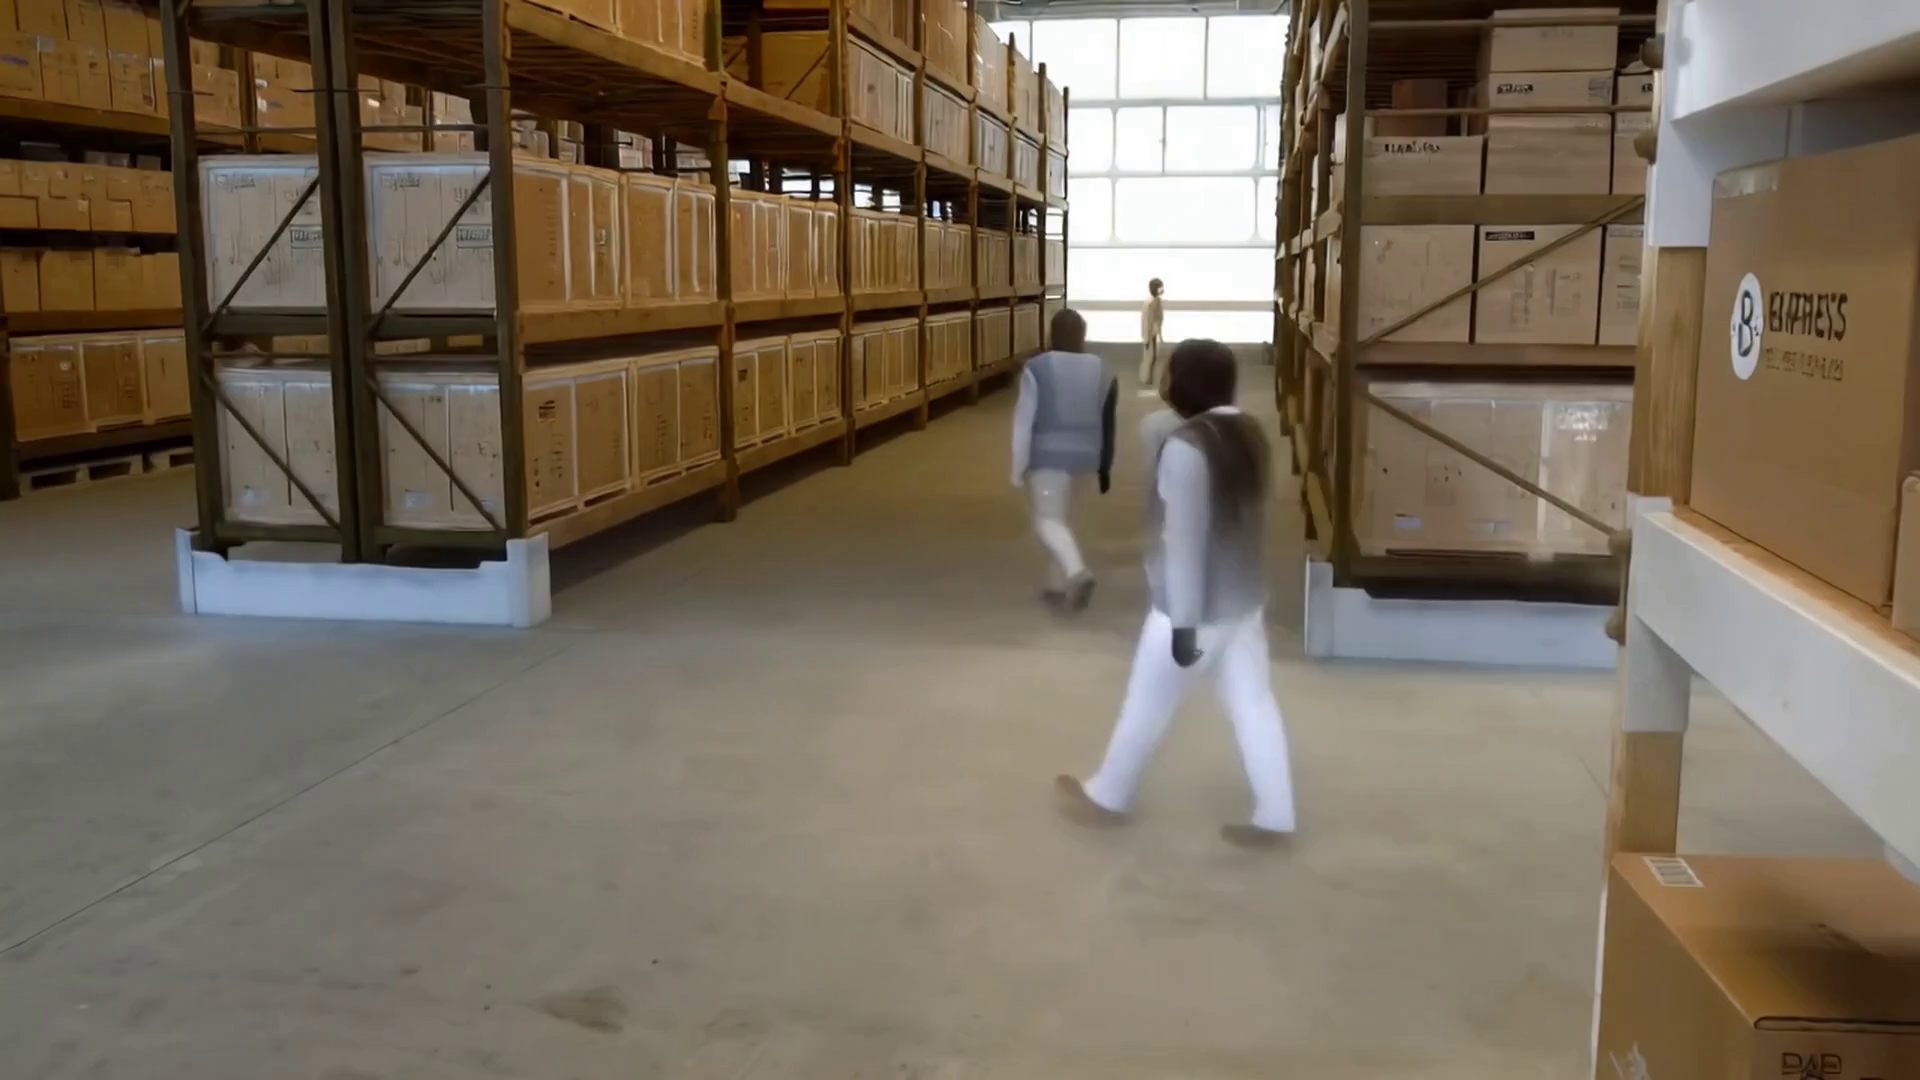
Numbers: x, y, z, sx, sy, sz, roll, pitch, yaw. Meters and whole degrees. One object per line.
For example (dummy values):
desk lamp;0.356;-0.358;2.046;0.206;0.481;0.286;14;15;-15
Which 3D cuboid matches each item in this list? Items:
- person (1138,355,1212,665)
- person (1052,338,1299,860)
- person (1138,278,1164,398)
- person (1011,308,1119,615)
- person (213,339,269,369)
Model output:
person;1.168;-0.155;8.559;0.502;1.612;0.679;-1;9;-3
person;0.799;0.198;5.835;0.950;1.790;0.658;7;12;38
person;3.103;-3.259;26.859;0.367;1.930;0.631;5;11;29
person;0.645;-0.458;9.820;0.622;1.818;0.773;-4;10;-23
person;-5.810;-0.974;13.345;0.507;1.697;0.888;-1;9;-6
